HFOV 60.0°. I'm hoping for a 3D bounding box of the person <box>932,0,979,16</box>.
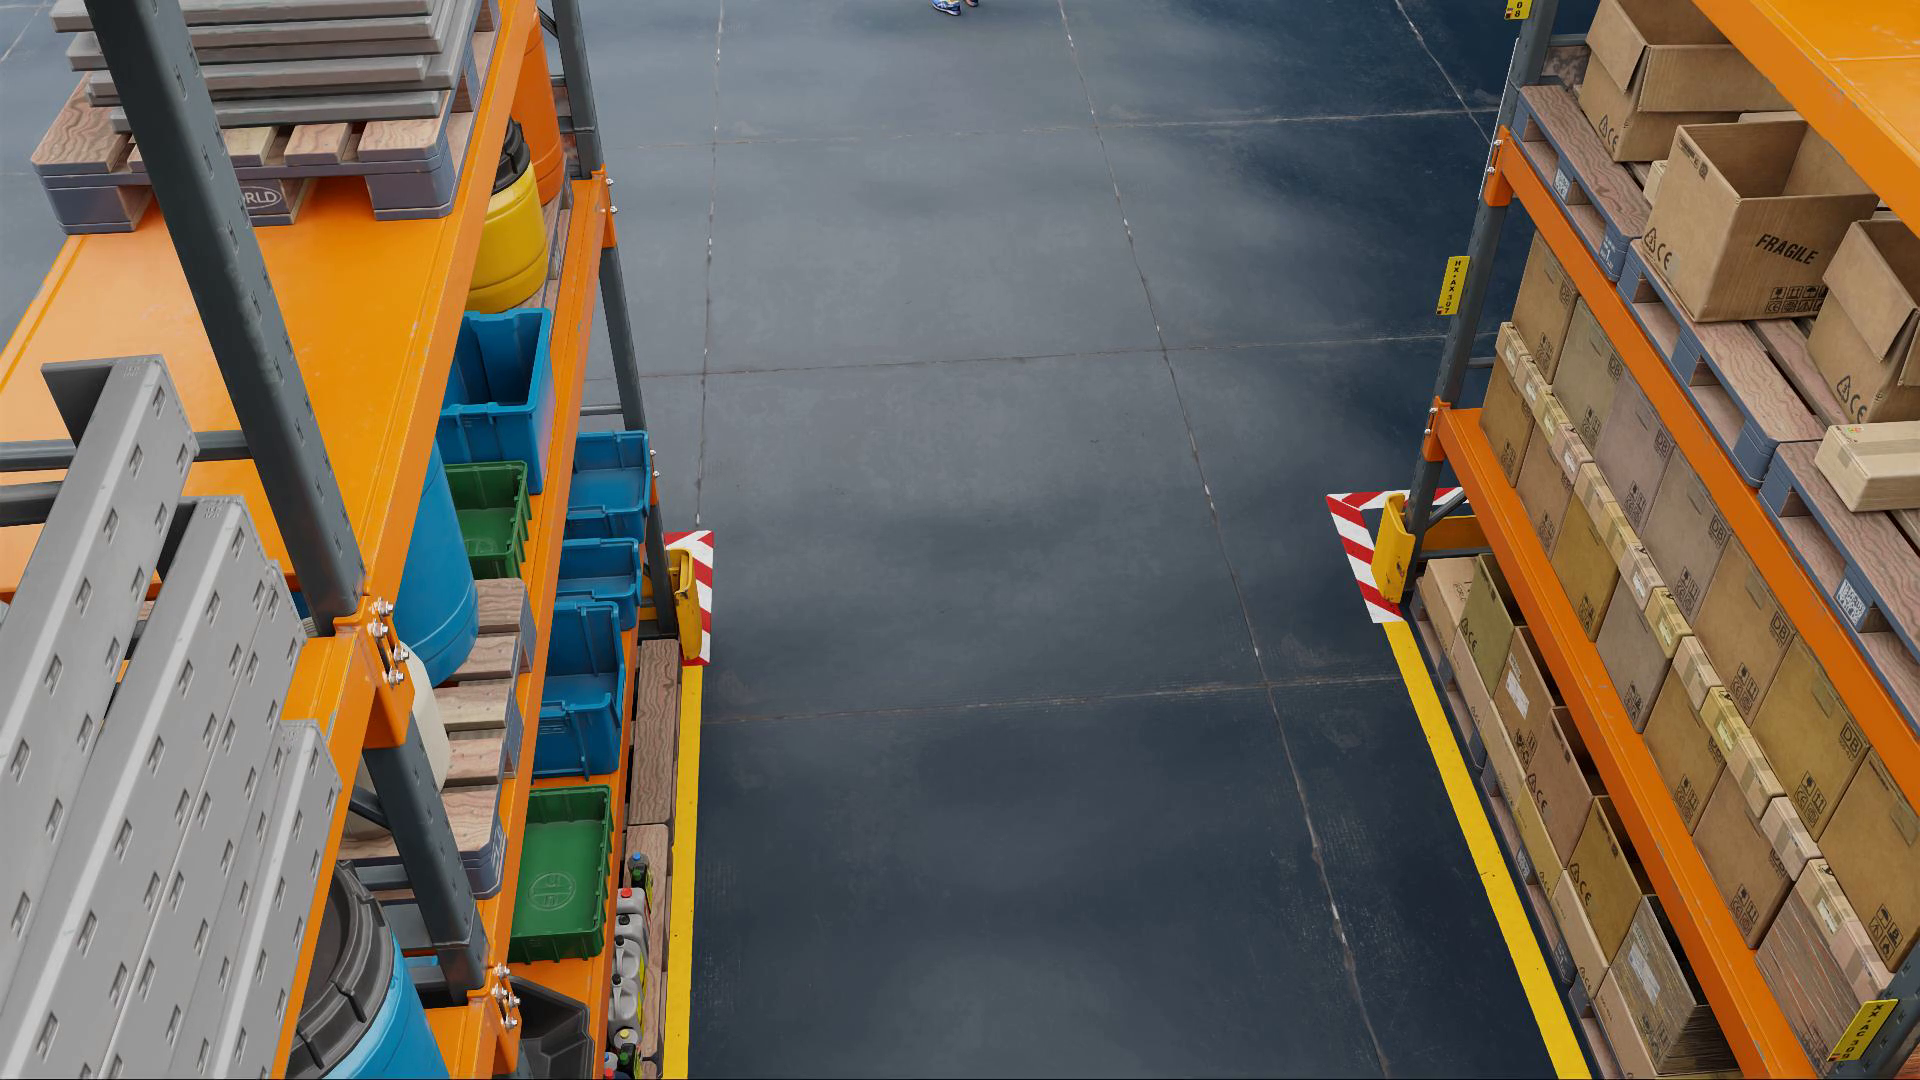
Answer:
[{"bbox_3d":[-0.016,-5.421,14.105,0.703,1.868,0.741,-32,51,-30],"label":"person"}]
